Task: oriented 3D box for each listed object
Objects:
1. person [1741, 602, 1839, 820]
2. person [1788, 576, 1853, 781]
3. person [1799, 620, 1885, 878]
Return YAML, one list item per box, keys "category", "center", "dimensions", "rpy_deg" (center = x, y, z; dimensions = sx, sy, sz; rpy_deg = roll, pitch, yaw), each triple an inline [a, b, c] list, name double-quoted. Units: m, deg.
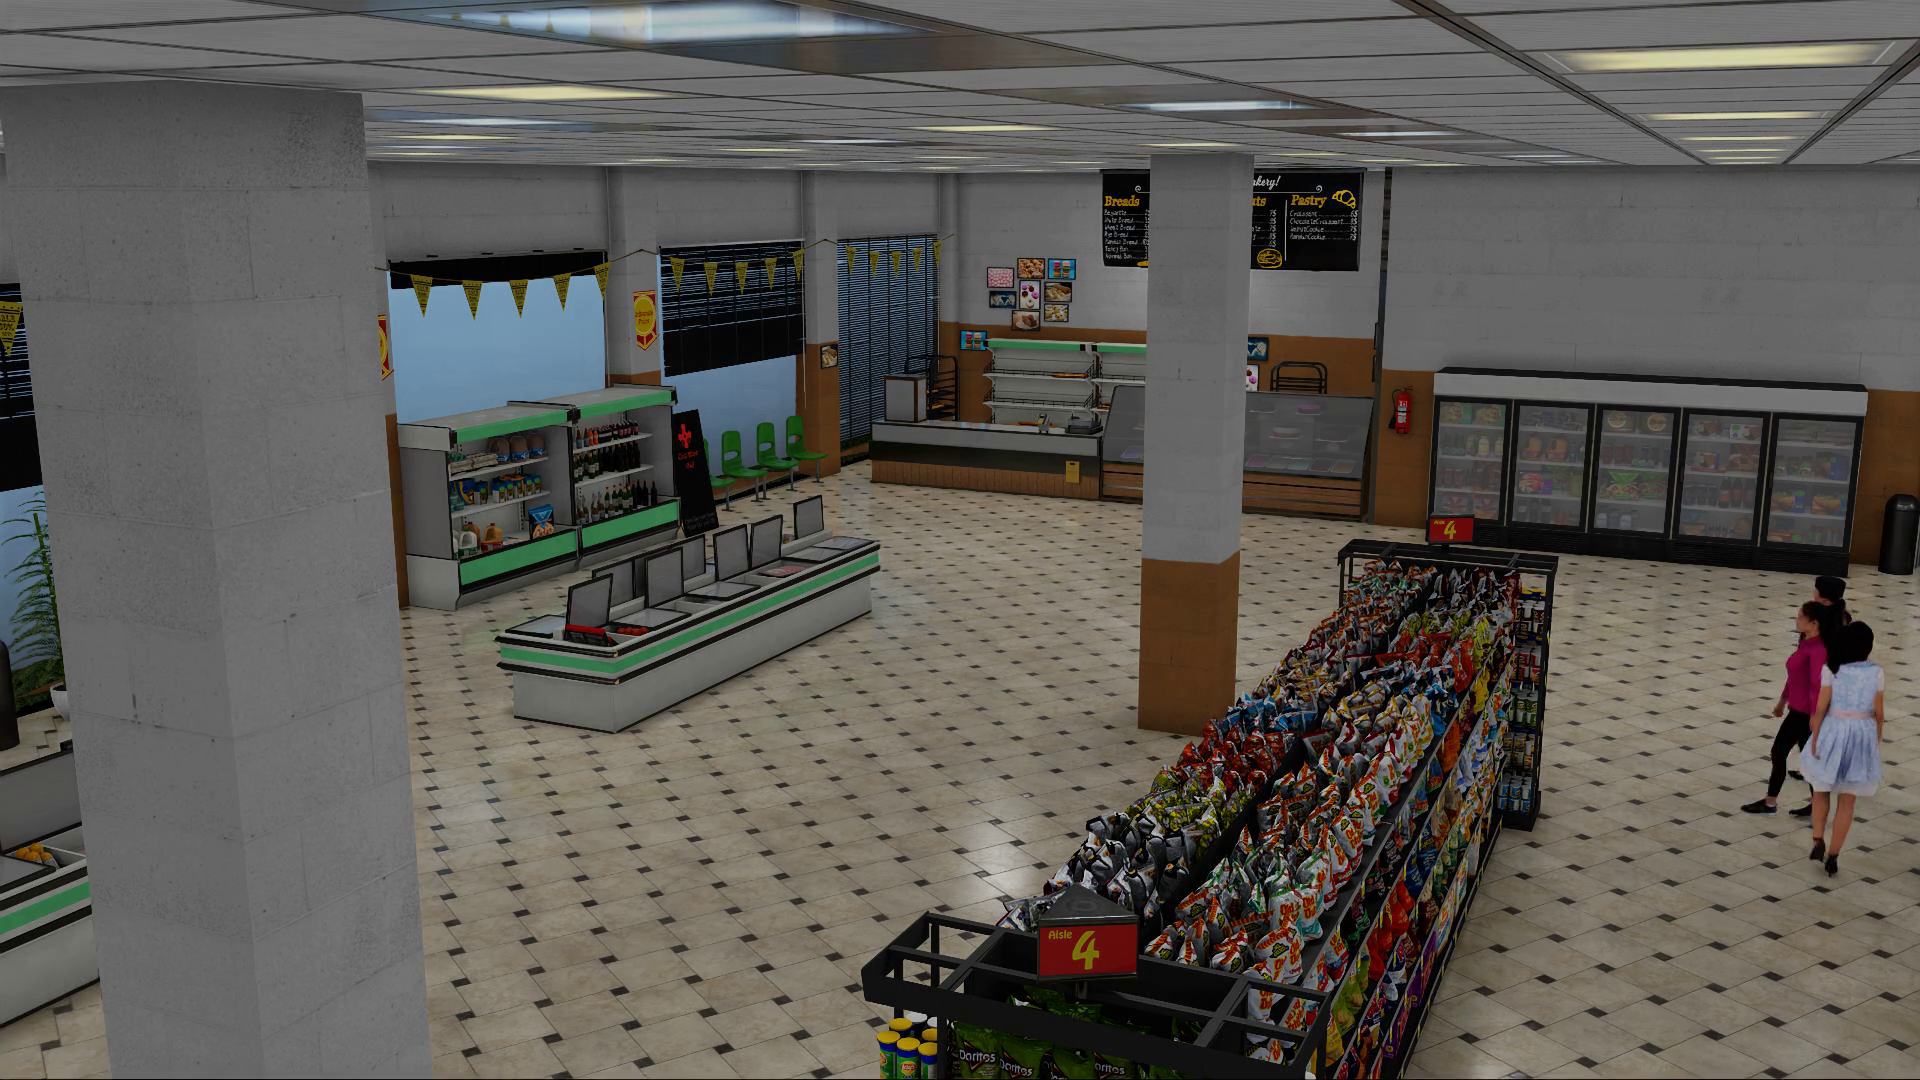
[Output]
- category: "person"
  center: [6.432, 1.306, 12.456]
  dimensions: [0.691, 1.683, 0.791]
  rpy_deg: [4, 13, 19]
- category: "person"
  center: [6.937, 1.120, 13.368]
  dimensions: [0.729, 1.671, 0.847]
  rpy_deg: [-9, 15, -37]
- category: "person"
  center: [6.073, 1.469, 11.390]
  dimensions: [0.690, 1.804, 0.795]
  rpy_deg: [6, 13, 27]
